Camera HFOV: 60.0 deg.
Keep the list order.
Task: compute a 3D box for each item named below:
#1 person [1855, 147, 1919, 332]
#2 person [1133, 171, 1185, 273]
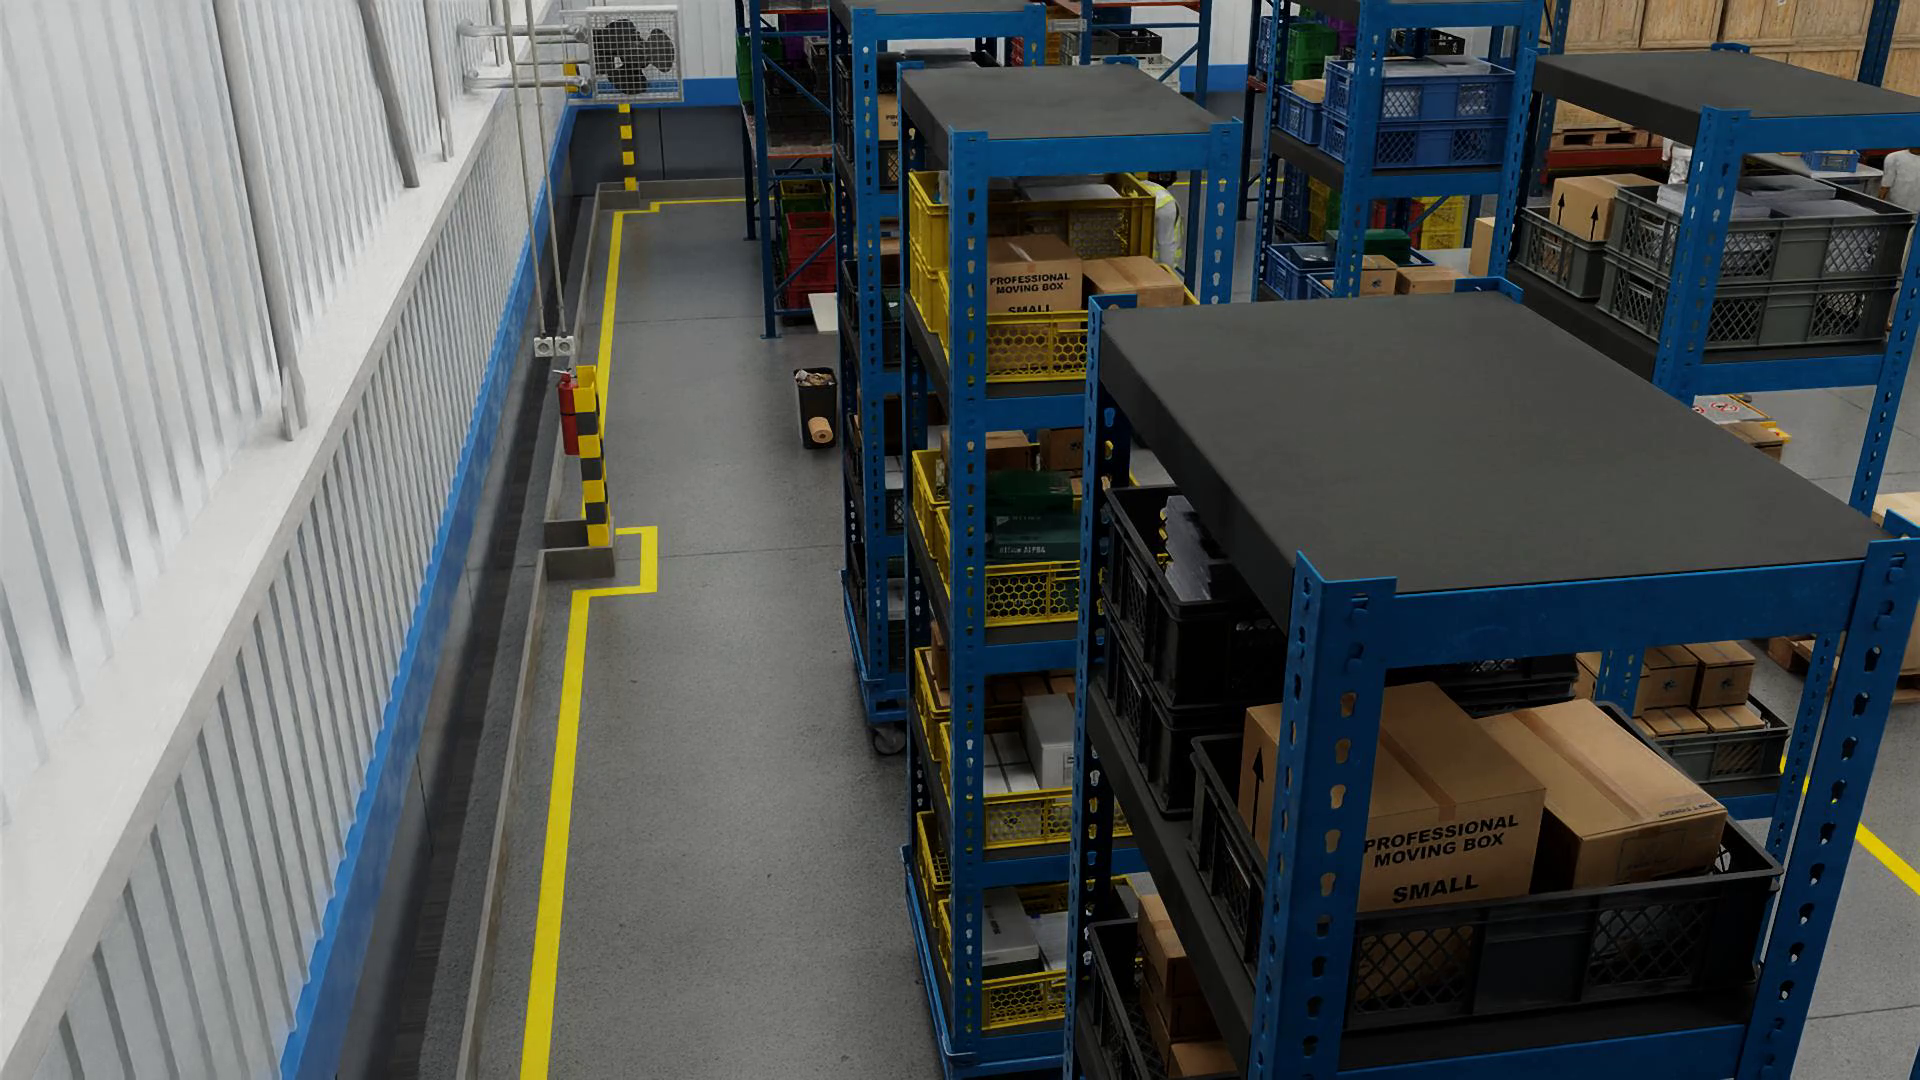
[{"bbox_3d":[8.014,-2.680,14.191,0.511,1.872,0.329,-5,25,-11],"label":"person"},{"bbox_3d":[1.523,-2.130,13.044,0.430,1.836,0.629,-9,26,-19],"label":"person"}]
